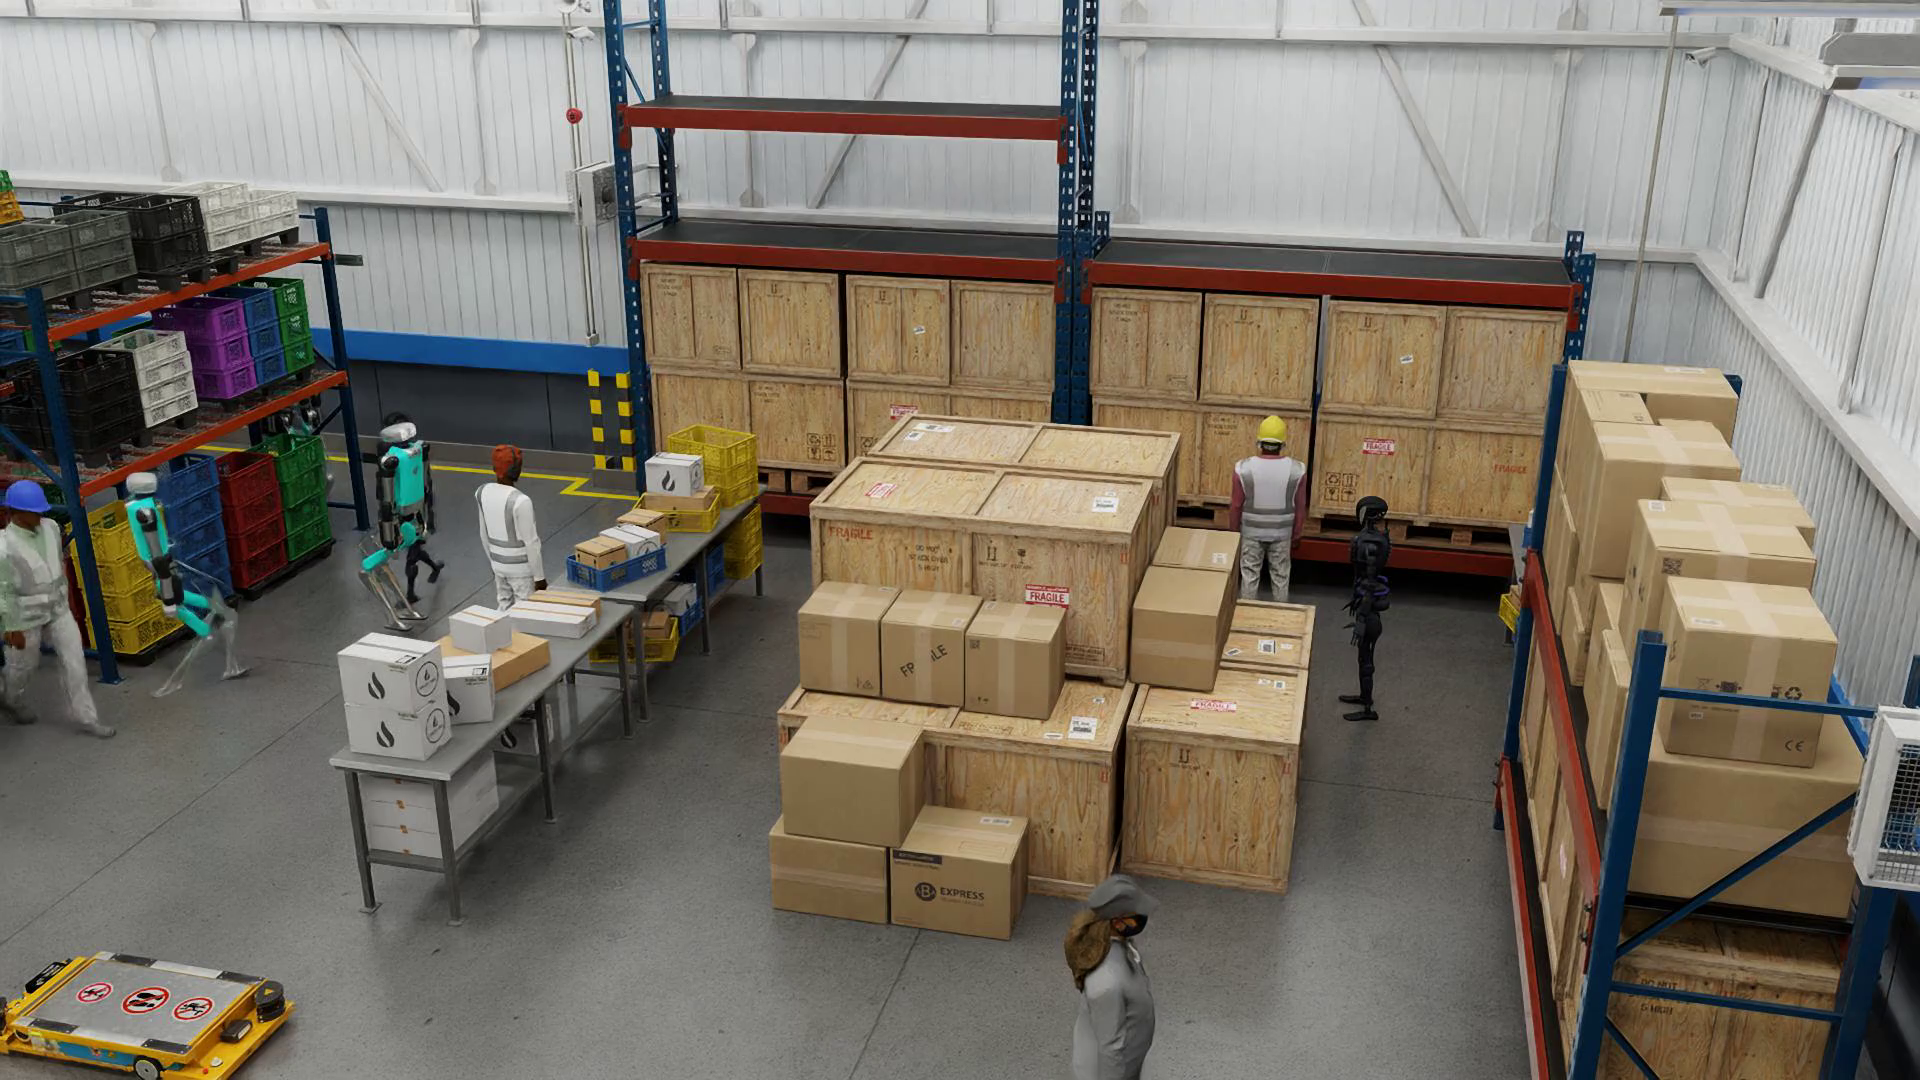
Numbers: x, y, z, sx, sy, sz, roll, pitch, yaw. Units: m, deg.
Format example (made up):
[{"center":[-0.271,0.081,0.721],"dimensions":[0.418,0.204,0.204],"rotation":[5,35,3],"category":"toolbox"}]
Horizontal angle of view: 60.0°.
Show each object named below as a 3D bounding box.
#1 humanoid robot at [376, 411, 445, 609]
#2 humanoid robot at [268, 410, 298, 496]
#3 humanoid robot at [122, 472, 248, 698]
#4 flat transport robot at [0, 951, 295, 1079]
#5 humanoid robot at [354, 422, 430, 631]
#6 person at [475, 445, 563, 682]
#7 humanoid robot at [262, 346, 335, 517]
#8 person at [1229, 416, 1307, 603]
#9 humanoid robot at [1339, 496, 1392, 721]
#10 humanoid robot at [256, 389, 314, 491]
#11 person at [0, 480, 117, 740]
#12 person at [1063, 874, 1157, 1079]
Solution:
[{"center":[-4.585,-0.301,13.918],"dimensions":[0.599,1.640,0.743],"rotation":[9,23,22],"category":"humanoid robot"},{"center":[-6.627,-1.175,16.127],"dimensions":[0.315,1.657,0.599],"rotation":[-8,22,-20],"category":"humanoid robot"},{"center":[-5.621,0.308,12.227],"dimensions":[0.910,1.767,0.552],"rotation":[-13,24,-30],"category":"humanoid robot"},{"center":[-4.270,2.464,8.601],"dimensions":[1.431,0.231,0.659],"rotation":[5,22,13],"category":"flat transport robot"},{"center":[-4.537,-0.123,13.164],"dimensions":[0.735,1.695,0.530],"rotation":[7,22,17],"category":"humanoid robot"},{"center":[-3.264,0.204,12.247],"dimensions":[0.572,1.887,0.357],"rotation":[14,25,33],"category":"person"},{"center":[-6.148,-1.014,15.611],"dimensions":[0.681,1.775,0.538],"rotation":[20,28,41],"category":"humanoid robot"},{"center":[2.401,-0.084,13.072],"dimensions":[0.590,1.833,0.404],"rotation":[2,21,4],"category":"person"},{"center":[2.877,0.476,11.807],"dimensions":[0.315,1.657,0.599],"rotation":[3,21,9],"category":"humanoid robot"},{"center":[-6.456,-1.110,15.924],"dimensions":[0.726,1.802,0.530],"rotation":[1,21,4],"category":"humanoid robot"},{"center":[-6.444,0.474,11.533],"dimensions":[0.942,1.900,0.617],"rotation":[8,22,19],"category":"person"},{"center":[0.627,2.222,7.131],"dimensions":[0.398,1.768,0.560],"rotation":[2,21,4],"category":"person"}]
